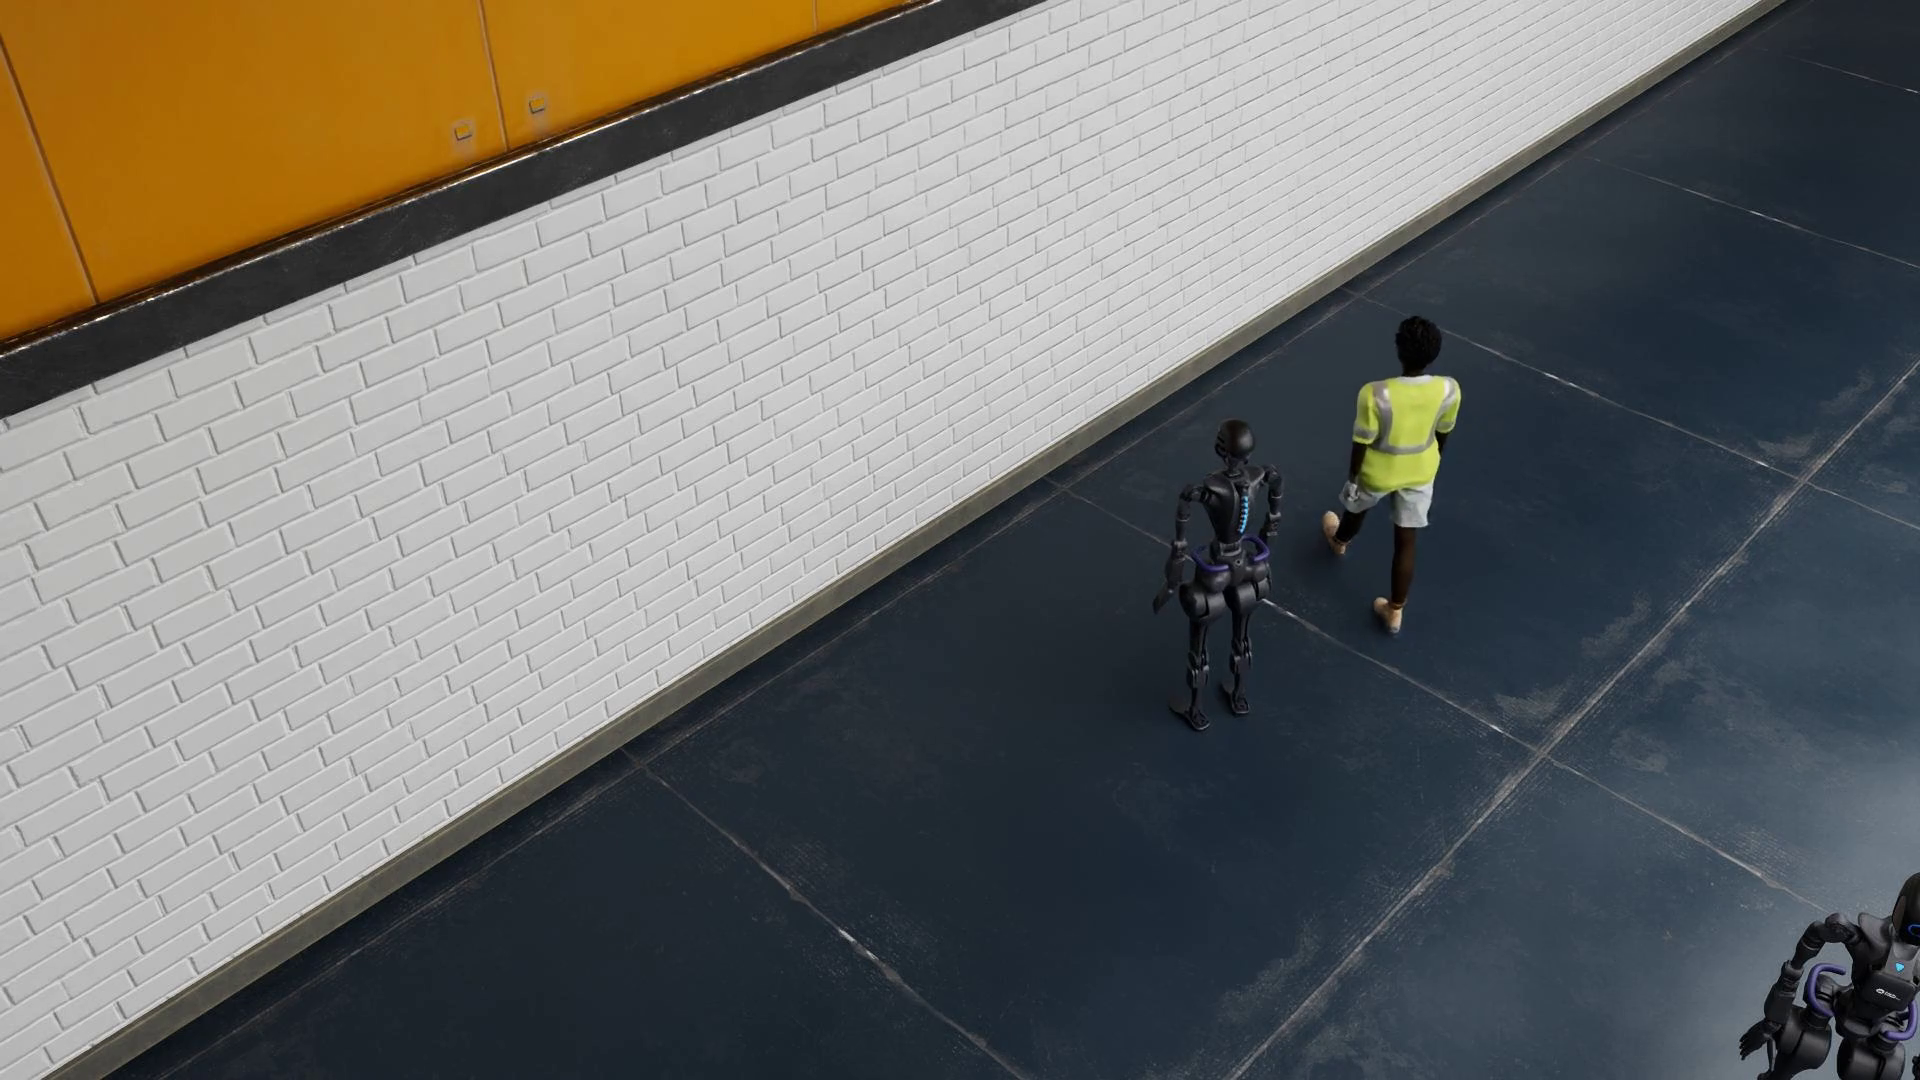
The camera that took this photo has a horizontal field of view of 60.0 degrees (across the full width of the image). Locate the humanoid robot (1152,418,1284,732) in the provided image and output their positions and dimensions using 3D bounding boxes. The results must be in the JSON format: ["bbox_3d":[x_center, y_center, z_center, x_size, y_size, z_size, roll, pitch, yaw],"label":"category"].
[{"bbox_3d":[1.186,0.161,7.580,0.599,1.657,0.315,-13,41,-16],"label":"humanoid robot"}]

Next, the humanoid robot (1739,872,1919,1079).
[{"bbox_3d":[3.020,1.701,5.654,0.599,1.657,0.315,17,42,20],"label":"humanoid robot"}]

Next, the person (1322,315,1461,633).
[{"bbox_3d":[2.148,-0.398,8.300,0.548,1.646,0.882,-4,39,-5],"label":"person"}]
